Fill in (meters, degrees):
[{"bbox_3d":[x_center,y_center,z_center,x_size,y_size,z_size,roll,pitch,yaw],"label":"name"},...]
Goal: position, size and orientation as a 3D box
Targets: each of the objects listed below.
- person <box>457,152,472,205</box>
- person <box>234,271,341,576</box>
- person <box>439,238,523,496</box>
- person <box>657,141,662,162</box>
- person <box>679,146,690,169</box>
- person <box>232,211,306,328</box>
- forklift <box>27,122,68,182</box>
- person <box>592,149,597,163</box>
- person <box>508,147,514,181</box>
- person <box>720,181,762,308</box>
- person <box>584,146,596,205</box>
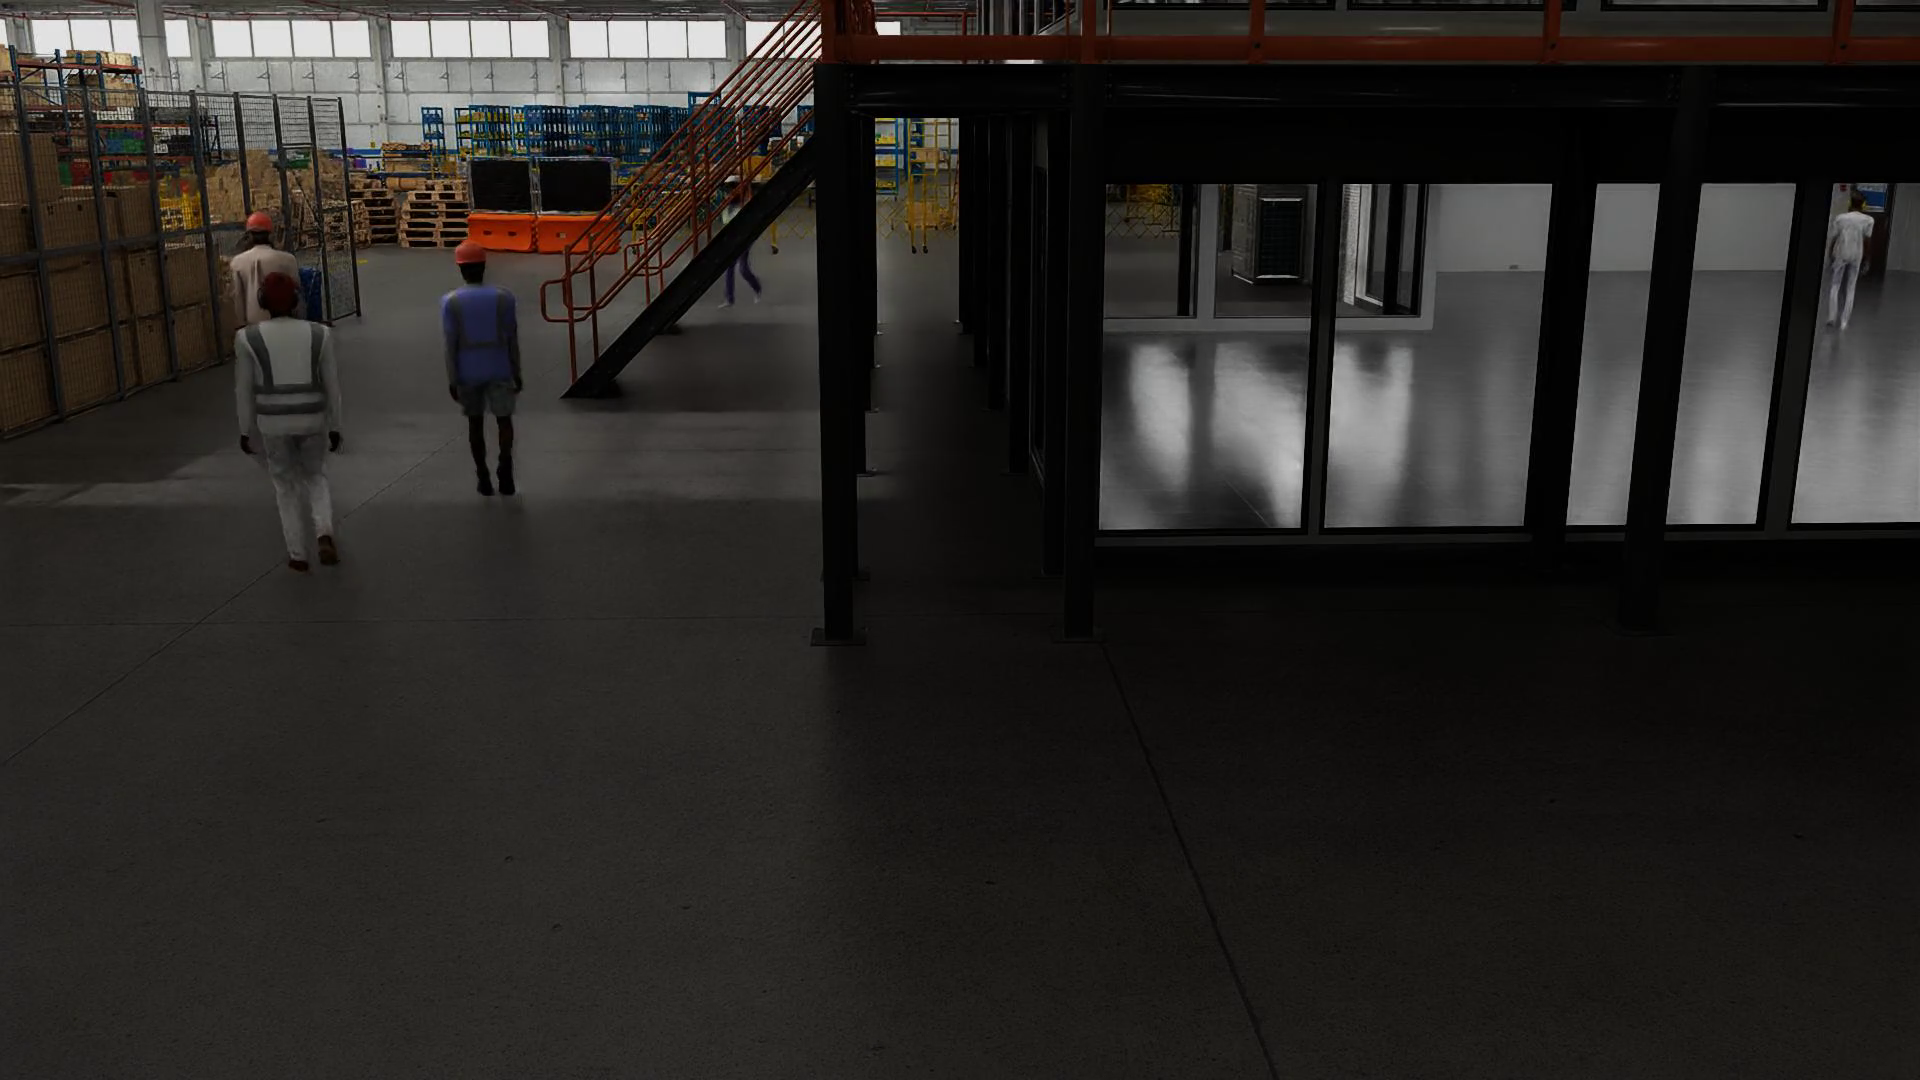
[{"bbox_3d":[-16.853,-12.281,56.595,0.428,1.821,0.630,10,17,33],"label":"person"},{"bbox_3d":[-4.104,-0.701,10.183,0.571,1.868,0.409,-10,17,-33],"label":"person"},{"bbox_3d":[-3.504,-1.239,12.224,0.568,1.924,0.640,-5,15,-18],"label":"person"},{"bbox_3d":[-15.143,-19.242,84.046,0.473,1.981,0.625,-4,15,-16],"label":"person"},{"bbox_3d":[-13.938,-19.210,84.321,0.617,1.789,0.537,-11,18,-37],"label":"person"},{"bbox_3d":[-6.363,-2.029,15.302,0.619,1.968,0.861,1,14,5],"label":"person"},{"bbox_3d":[-35.376,-14.773,64.377,1.129,2.768,1.873,-1,14,-2],"label":"forklift"},{"bbox_3d":[-13.939,-13.779,62.497,0.671,1.861,0.960,13,19,41],"label":"person"},{"bbox_3d":[-19.889,-16.489,73.542,0.520,1.752,0.524,1,14,3],"label":"person"},{"bbox_3d":[-3.363,-4.479,25.217,0.603,1.900,0.729,9,17,31],"label":"person"},{"bbox_3d":[-12.674,-12.606,57.503,0.929,1.996,0.623,-13,19,-41],"label":"person"}]
